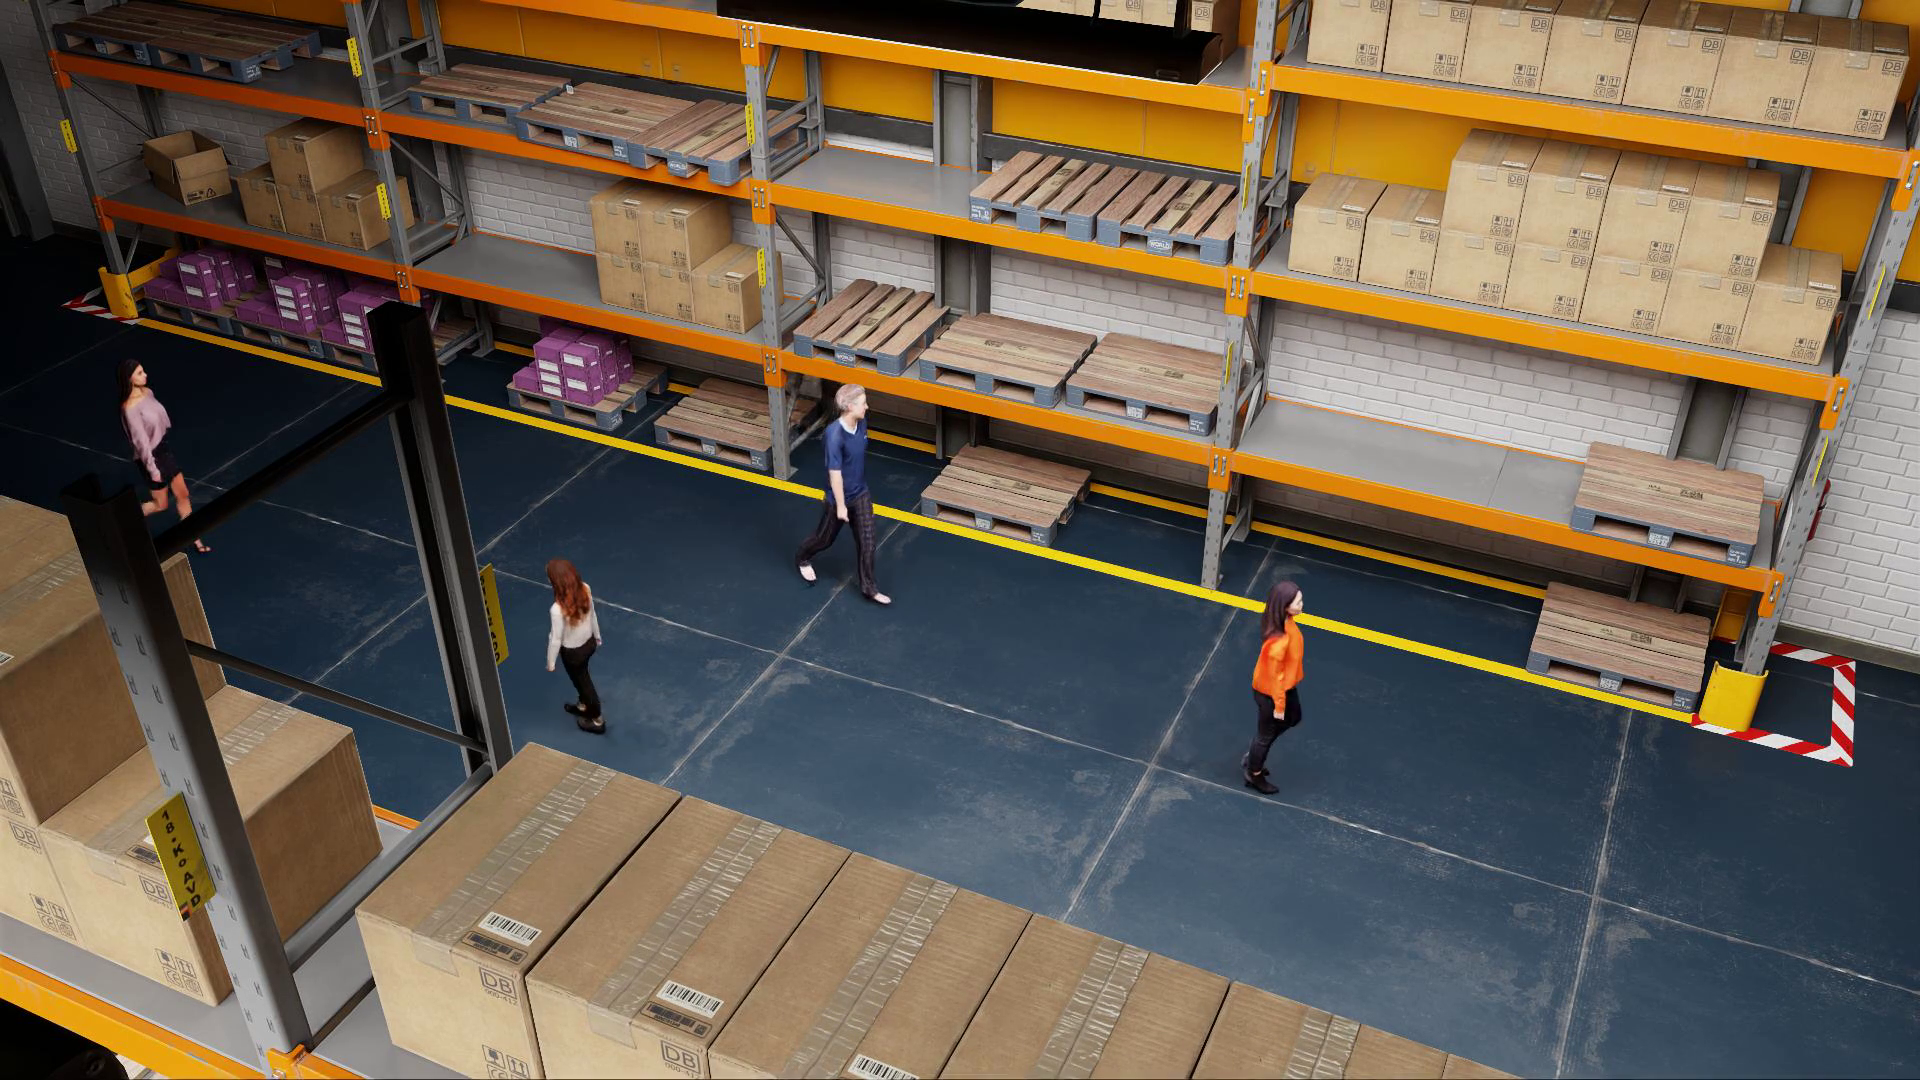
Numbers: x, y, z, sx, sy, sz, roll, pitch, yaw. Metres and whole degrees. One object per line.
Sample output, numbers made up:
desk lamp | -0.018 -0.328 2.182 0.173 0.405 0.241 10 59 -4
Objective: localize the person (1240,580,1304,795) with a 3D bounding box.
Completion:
person | 2.004 0.974 11.048 0.643 1.738 0.667 8 35 13

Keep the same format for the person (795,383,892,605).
person | -0.977 -0.365 12.988 1.222 1.820 0.871 27 42 35

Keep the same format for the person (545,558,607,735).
person | -2.612 0.765 11.598 0.621 1.476 0.570 15 37 22

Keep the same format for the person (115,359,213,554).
person | -6.560 -0.614 13.388 1.069 1.792 0.876 0 34 0
